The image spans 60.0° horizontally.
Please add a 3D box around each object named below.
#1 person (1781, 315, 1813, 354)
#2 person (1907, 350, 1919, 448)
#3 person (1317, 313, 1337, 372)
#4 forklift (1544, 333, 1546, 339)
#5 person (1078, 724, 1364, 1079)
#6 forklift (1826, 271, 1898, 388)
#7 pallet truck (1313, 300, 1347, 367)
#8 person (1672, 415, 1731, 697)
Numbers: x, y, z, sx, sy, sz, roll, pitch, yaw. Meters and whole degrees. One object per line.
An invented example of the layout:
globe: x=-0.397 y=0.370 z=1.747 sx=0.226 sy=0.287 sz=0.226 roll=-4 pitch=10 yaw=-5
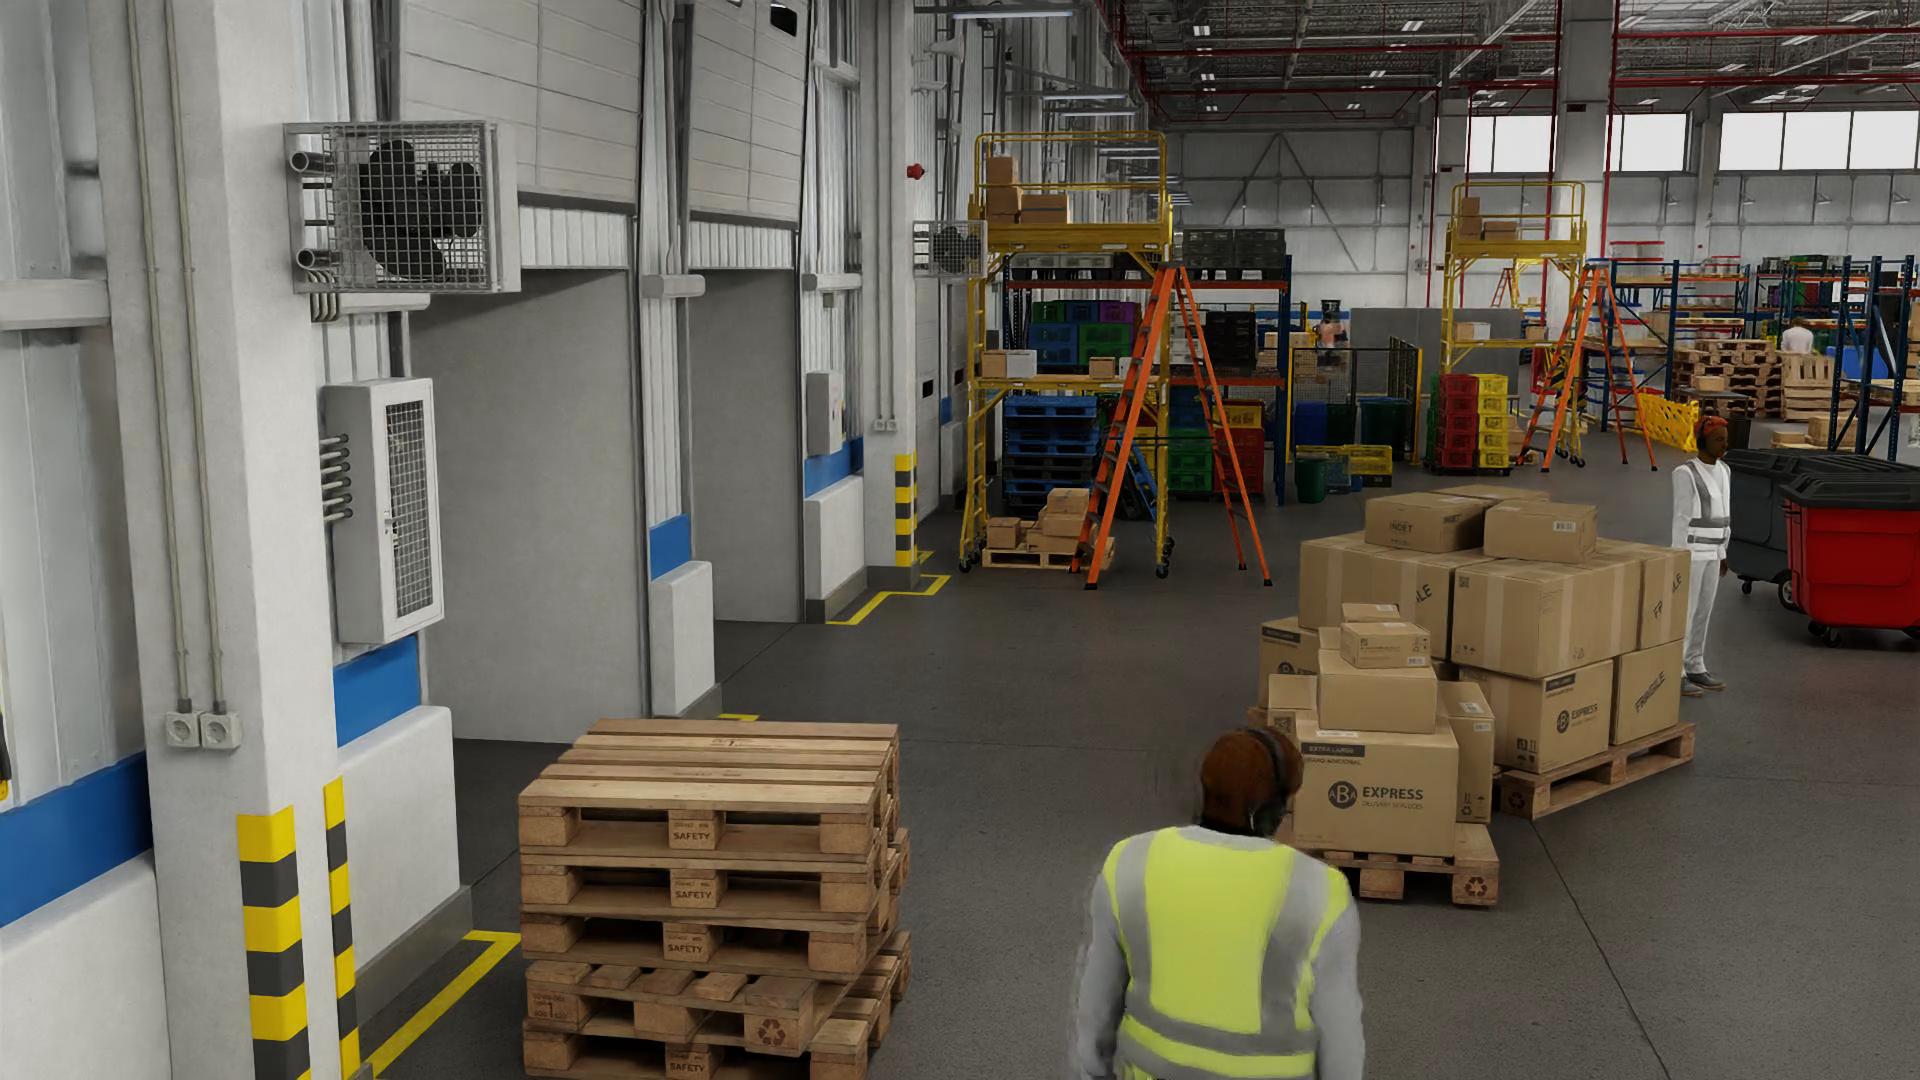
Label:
person: x=17.604 y=-3.778 z=35.065 sx=0.636 sy=1.912 sz=0.497 roll=2 pitch=9 yaw=9
person: x=15.493 y=-2.341 z=26.736 sx=0.335 sy=1.734 sz=0.487 roll=5 pitch=11 yaw=29
person: x=10.252 y=-5.541 z=46.666 sx=0.547 sy=1.652 sz=0.838 roll=9 pitch=13 yaw=43
forklift: x=17.130 y=-6.065 z=46.169 sx=1.873 sy=2.768 sz=1.129 roll=-3 pitch=10 yaw=-19
person: x=0.599 y=1.317 z=3.962 sx=0.714 sy=1.814 sz=0.429 roll=5 pitch=10 yaw=27
forklift: x=21.071 y=-4.771 z=38.191 sx=1.873 sy=2.768 sz=1.129 roll=1 pitch=9 yaw=9
pallet truck: x=11.159 y=-6.200 z=49.718 sx=0.823 sy=1.965 sz=1.885 roll=4 pitch=10 yaw=26
person: x=4.984 y=0.104 z=11.189 sx=0.585 sy=1.882 sz=0.344 roll=-7 pitch=12 yaw=-38
